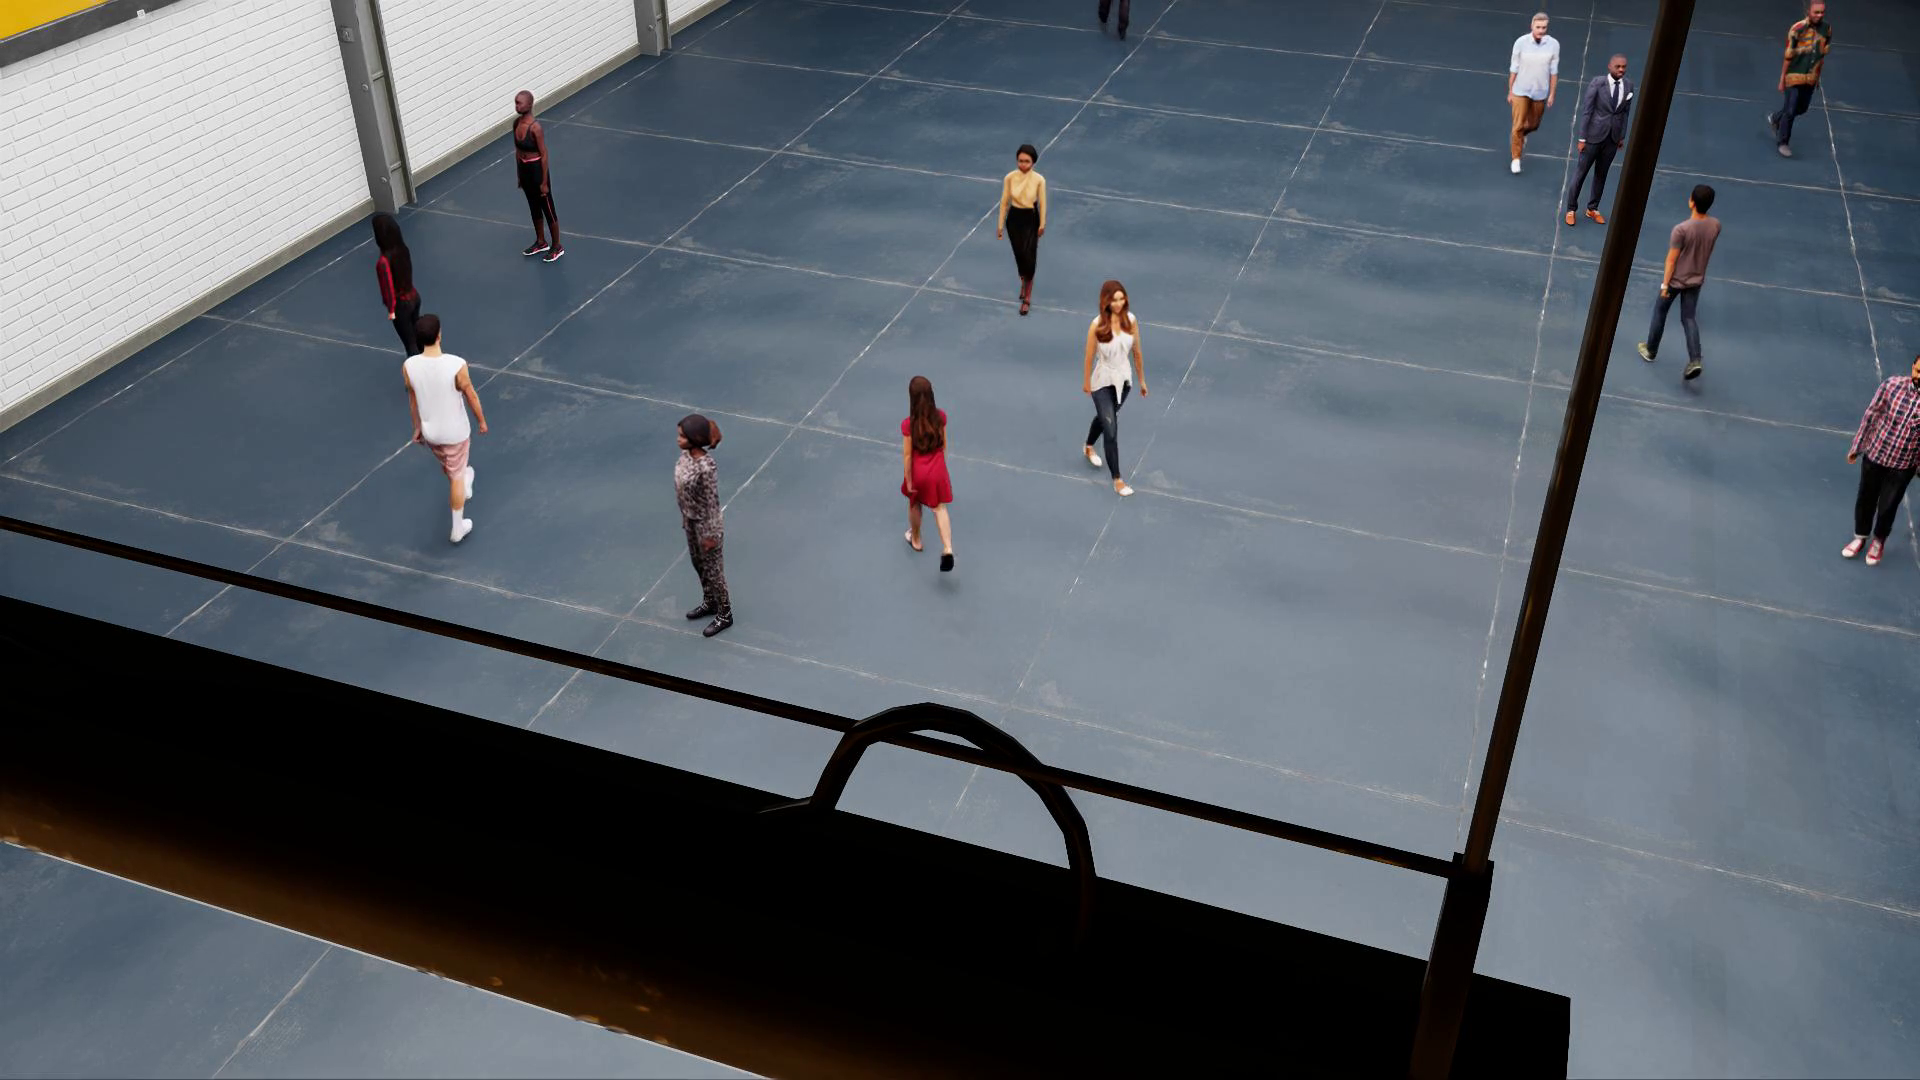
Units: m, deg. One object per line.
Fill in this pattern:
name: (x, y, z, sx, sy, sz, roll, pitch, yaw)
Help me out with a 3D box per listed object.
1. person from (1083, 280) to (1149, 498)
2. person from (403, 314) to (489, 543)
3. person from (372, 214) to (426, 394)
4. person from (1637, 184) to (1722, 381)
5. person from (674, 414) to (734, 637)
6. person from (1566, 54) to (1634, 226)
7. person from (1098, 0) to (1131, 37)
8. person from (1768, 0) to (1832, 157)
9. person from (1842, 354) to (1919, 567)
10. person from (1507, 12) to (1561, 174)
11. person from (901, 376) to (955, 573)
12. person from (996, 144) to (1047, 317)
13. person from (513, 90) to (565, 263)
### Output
person: (1.170, -1.279, 13.341, 1.098, 1.737, 1.122, -16, 37, -23)
person: (-3.926, -0.797, 12.616, 0.885, 1.736, 1.183, 1, 34, 2)
person: (-4.877, -2.081, 14.620, 0.692, 1.656, 0.529, 3, 34, 5)
person: (6.508, -2.268, 14.817, 0.942, 1.751, 1.179, -4, 34, -5)
person: (-1.791, -0.112, 11.605, 0.721, 1.714, 0.679, -20, 39, -27)
person: (6.860, -4.305, 17.815, 0.785, 1.824, 0.774, -4, 34, -6)
person: (2.248, -8.005, 23.423, 1.070, 1.778, 1.300, -4, 34, -6)
person: (9.883, -5.492, 19.629, 0.938, 1.792, 1.074, -5, 34, -7)
person: (6.985, -0.657, 12.392, 0.795, 1.752, 0.791, -27, 42, -34)
person: (6.570, -5.201, 19.180, 0.846, 1.804, 1.092, 2, 34, 4)
person: (-0.221, -0.474, 12.315, 0.907, 1.531, 1.010, -12, 35, -17)
person: (0.631, -3.050, 16.101, 0.609, 1.631, 0.833, 10, 35, 14)
person: (-4.339, -3.739, 17.022, 0.639, 1.758, 0.626, 22, 39, 29)
